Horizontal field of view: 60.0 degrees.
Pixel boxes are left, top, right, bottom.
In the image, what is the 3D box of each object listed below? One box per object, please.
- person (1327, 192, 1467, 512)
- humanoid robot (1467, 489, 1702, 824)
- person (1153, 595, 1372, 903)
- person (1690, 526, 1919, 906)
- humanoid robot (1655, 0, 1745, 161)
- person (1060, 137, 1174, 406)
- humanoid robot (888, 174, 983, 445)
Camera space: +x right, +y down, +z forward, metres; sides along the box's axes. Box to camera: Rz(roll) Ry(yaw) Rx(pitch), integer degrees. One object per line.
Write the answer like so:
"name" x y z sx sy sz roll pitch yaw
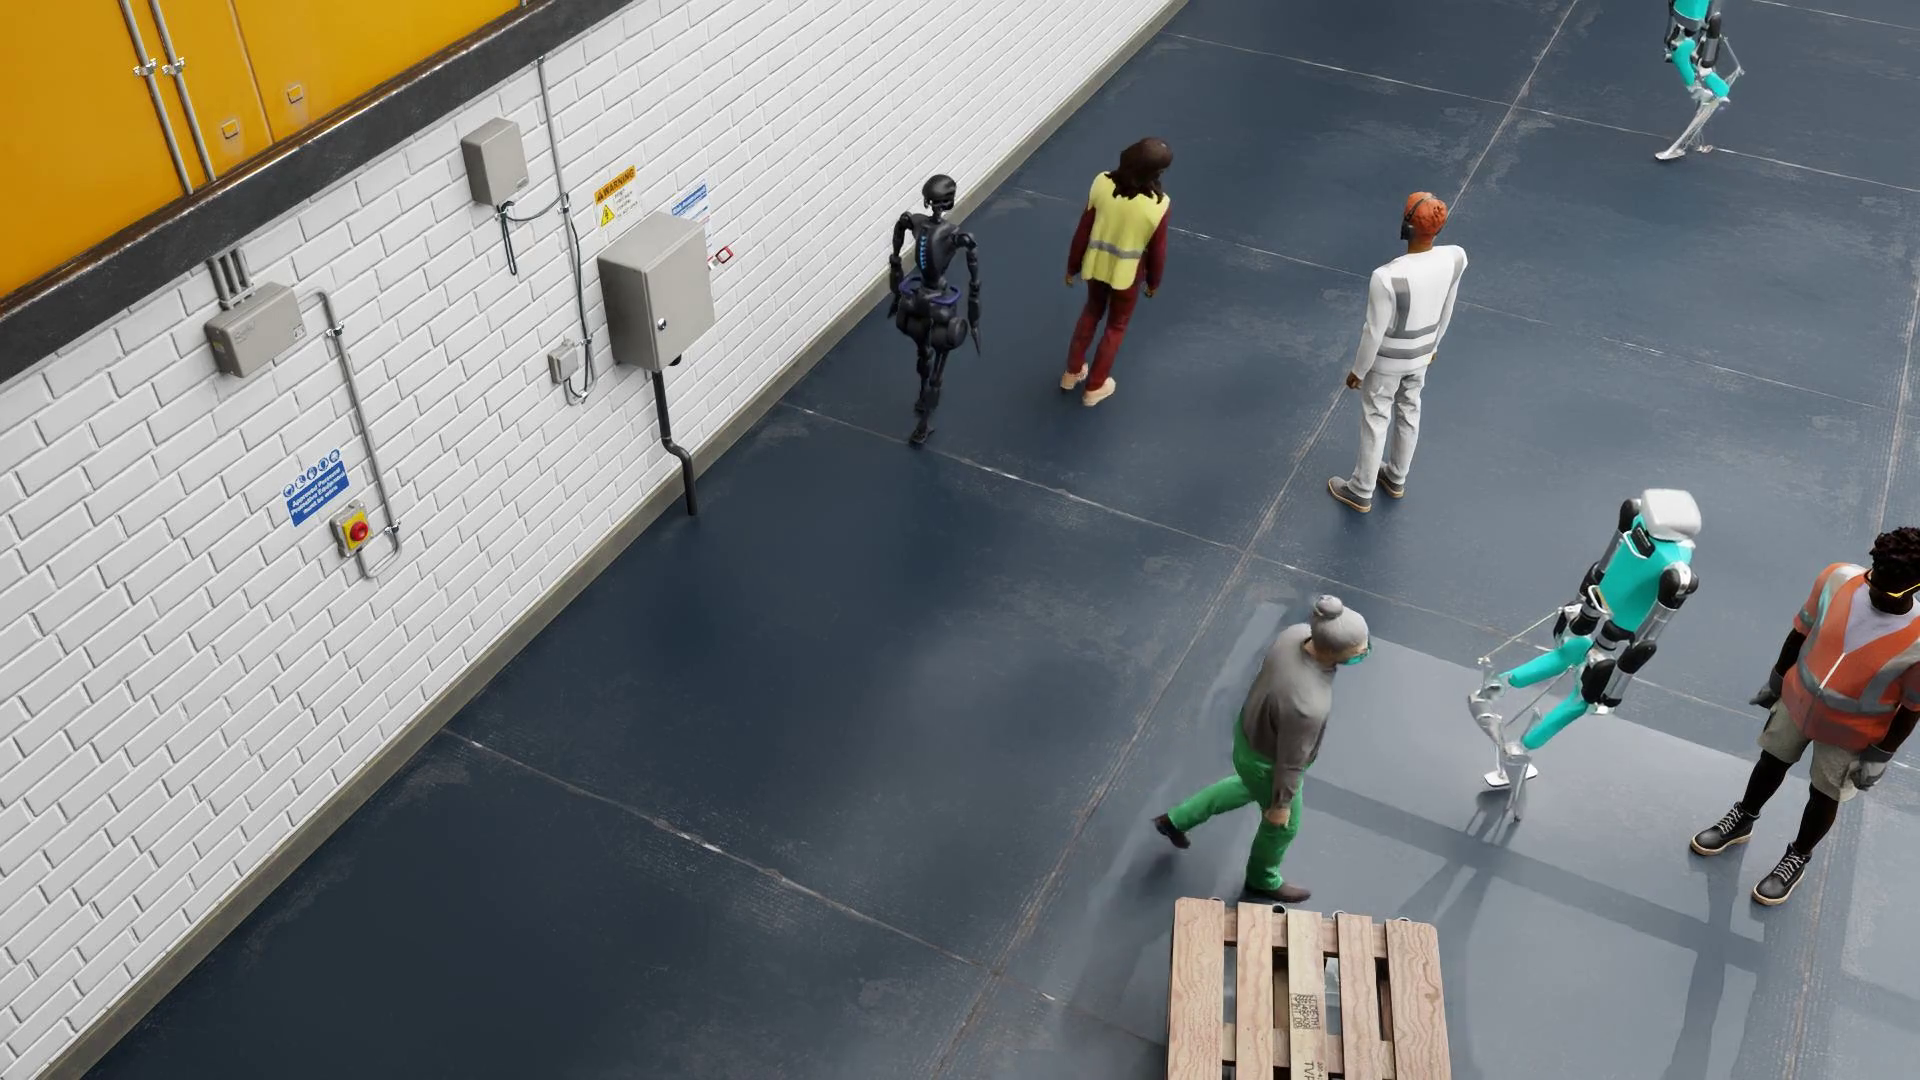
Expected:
"person" 2.288 -0.966 8.724 0.574 1.882 0.356 -20 45 -21
"humanoid robot" 2.550 0.554 7.144 0.777 1.850 0.545 -3 41 -4
"person" 1.202 0.851 6.660 0.657 1.818 0.545 3 41 3
"person" 3.518 0.705 6.728 0.370 1.959 0.602 -21 45 -23
"humanoid robot" 5.320 -3.454 11.795 0.814 1.887 0.567 -10 42 -11
"person" 0.894 -1.515 9.474 0.560 1.727 0.408 20 44 21
"humanoid robot" -0.124 -1.318 9.298 0.615 1.633 0.592 19 44 21
